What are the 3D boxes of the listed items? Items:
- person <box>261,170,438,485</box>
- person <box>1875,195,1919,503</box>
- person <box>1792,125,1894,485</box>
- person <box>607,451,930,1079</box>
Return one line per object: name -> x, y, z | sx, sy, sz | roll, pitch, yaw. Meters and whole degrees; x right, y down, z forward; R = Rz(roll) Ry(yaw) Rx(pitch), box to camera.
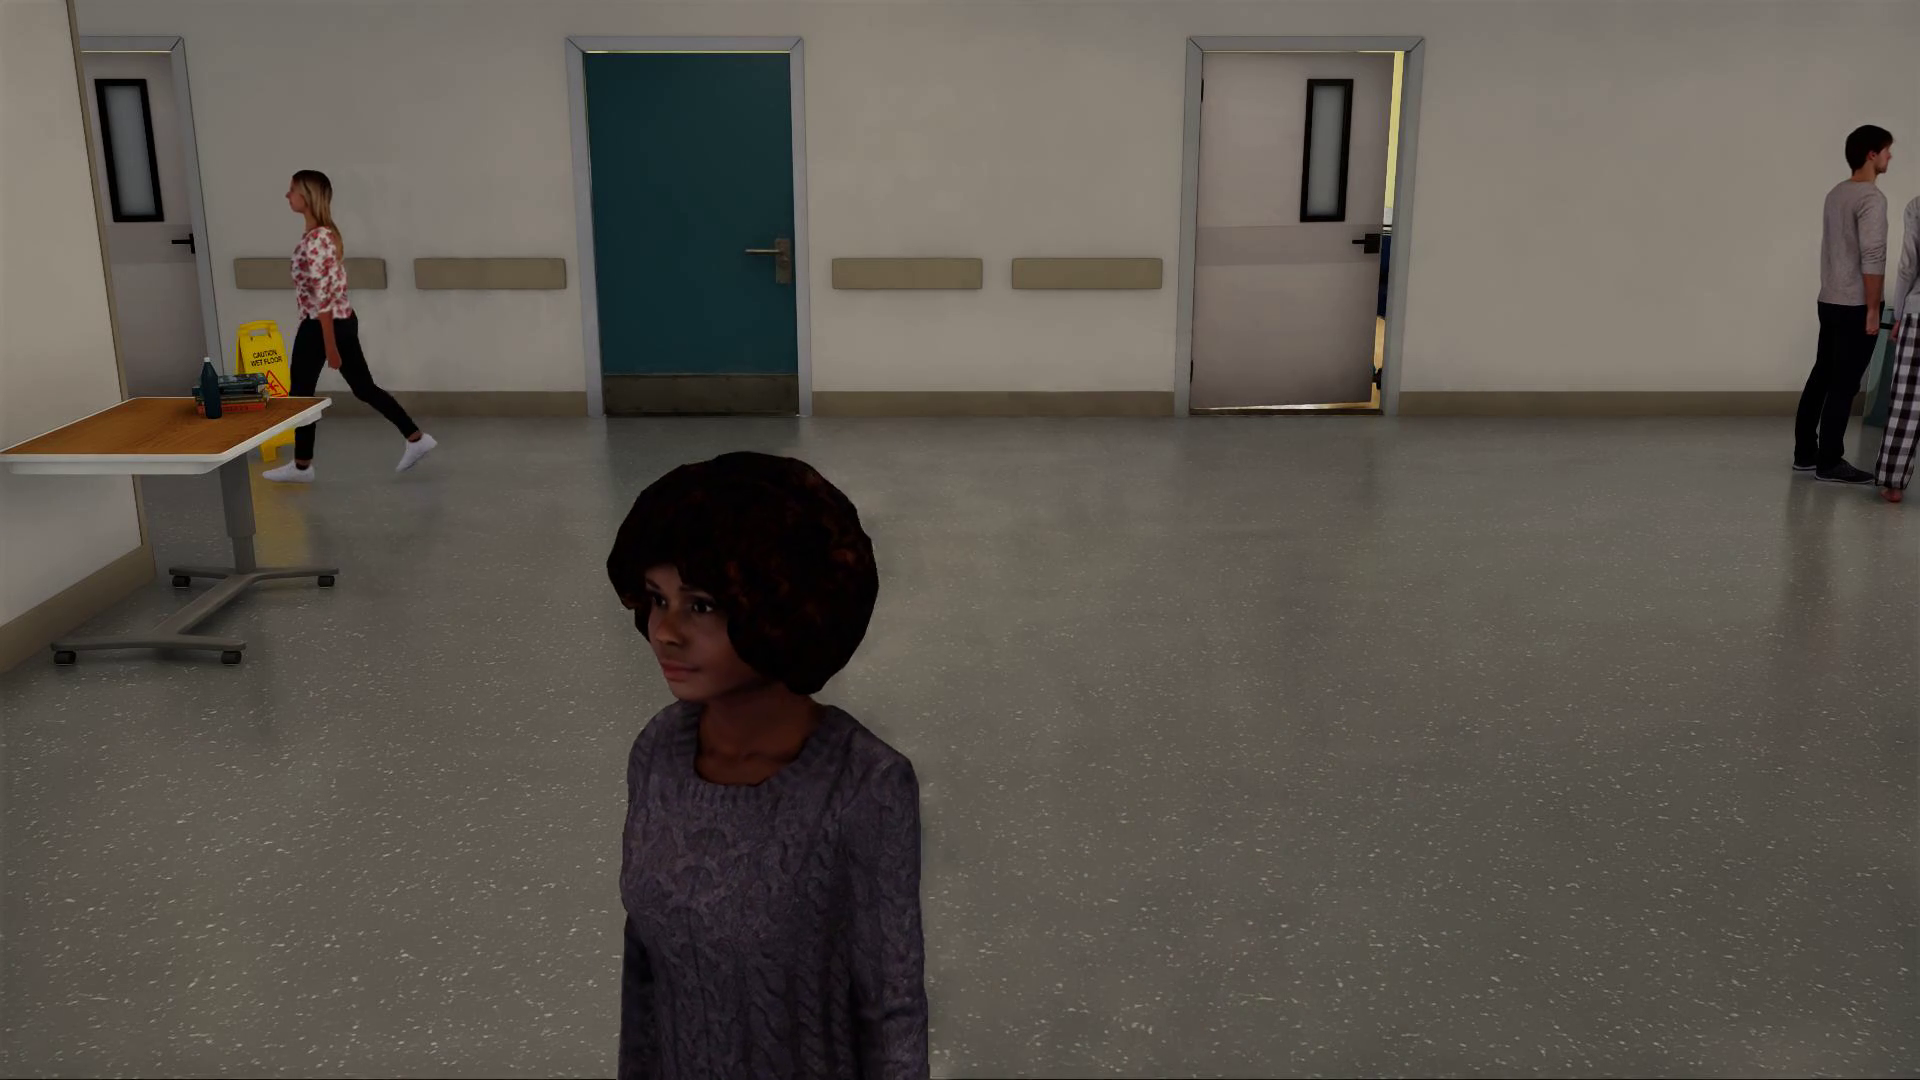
person -> -3.177, -1.075, 8.617 | 1.112, 1.599, 0.638 | -2, 16, -5
person -> 4.857, -1.087, 8.201 | 0.667, 1.847, 0.763 | 11, 19, 35
person -> 4.684, -1.249, 8.783 | 0.538, 1.843, 0.662 | 1, 16, 2
person -> -0.171, 0.729, 2.042 | 0.908, 1.694, 0.913 | 10, 19, 32
